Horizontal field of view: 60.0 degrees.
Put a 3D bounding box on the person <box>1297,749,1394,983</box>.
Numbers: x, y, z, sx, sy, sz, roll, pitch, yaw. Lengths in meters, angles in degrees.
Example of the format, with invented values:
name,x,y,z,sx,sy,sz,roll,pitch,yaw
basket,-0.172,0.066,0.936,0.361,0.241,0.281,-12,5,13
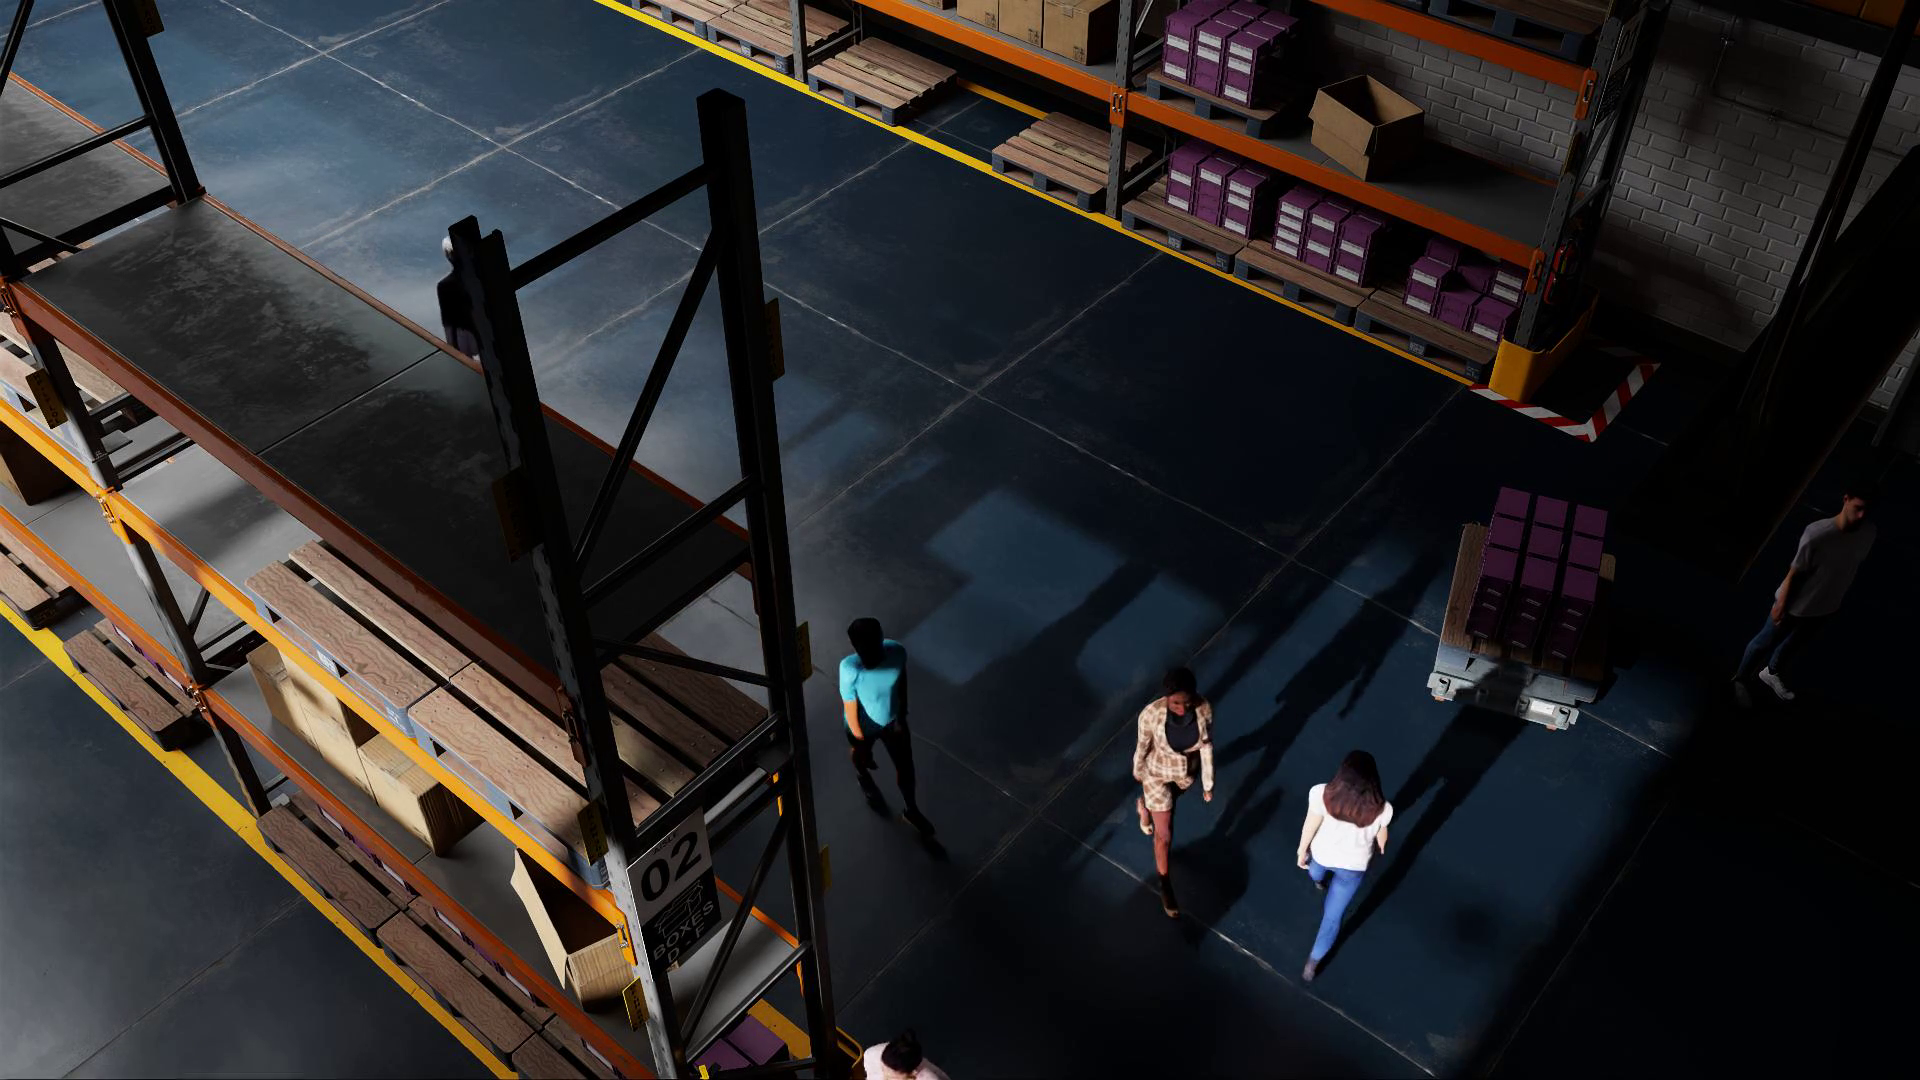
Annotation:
name,x,y,z,sx,sy,sz,roll,pitch,yaw
person,2.065,1.835,9.148,1.078,1.642,0.845,19,47,19

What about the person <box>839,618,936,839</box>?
name,x,y,z,sx,sy,sz,roll,pitch,yaw
person,-0.578,1.018,9.935,0.805,1.739,1.010,-24,48,-23

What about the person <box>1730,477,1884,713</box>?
name,x,y,z,sx,sy,sz,roll,pitch,yaw
person,5.392,0.339,10.543,0.755,1.884,0.769,-11,45,-11

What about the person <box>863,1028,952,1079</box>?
name,x,y,z,sx,sy,sz,roll,pitch,yaw
person,-0.186,2.791,8.080,0.771,1.731,0.780,27,50,25

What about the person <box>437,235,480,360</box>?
name,x,y,z,sx,sy,sz,roll,pitch,yaw
person,-3.658,-1.469,12.594,0.903,1.761,0.982,-22,48,-21

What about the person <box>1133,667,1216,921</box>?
name,x,y,z,sx,sy,sz,roll,pitch,yaw
person,1.198,1.300,9.635,0.959,1.745,1.135,-11,45,-12
